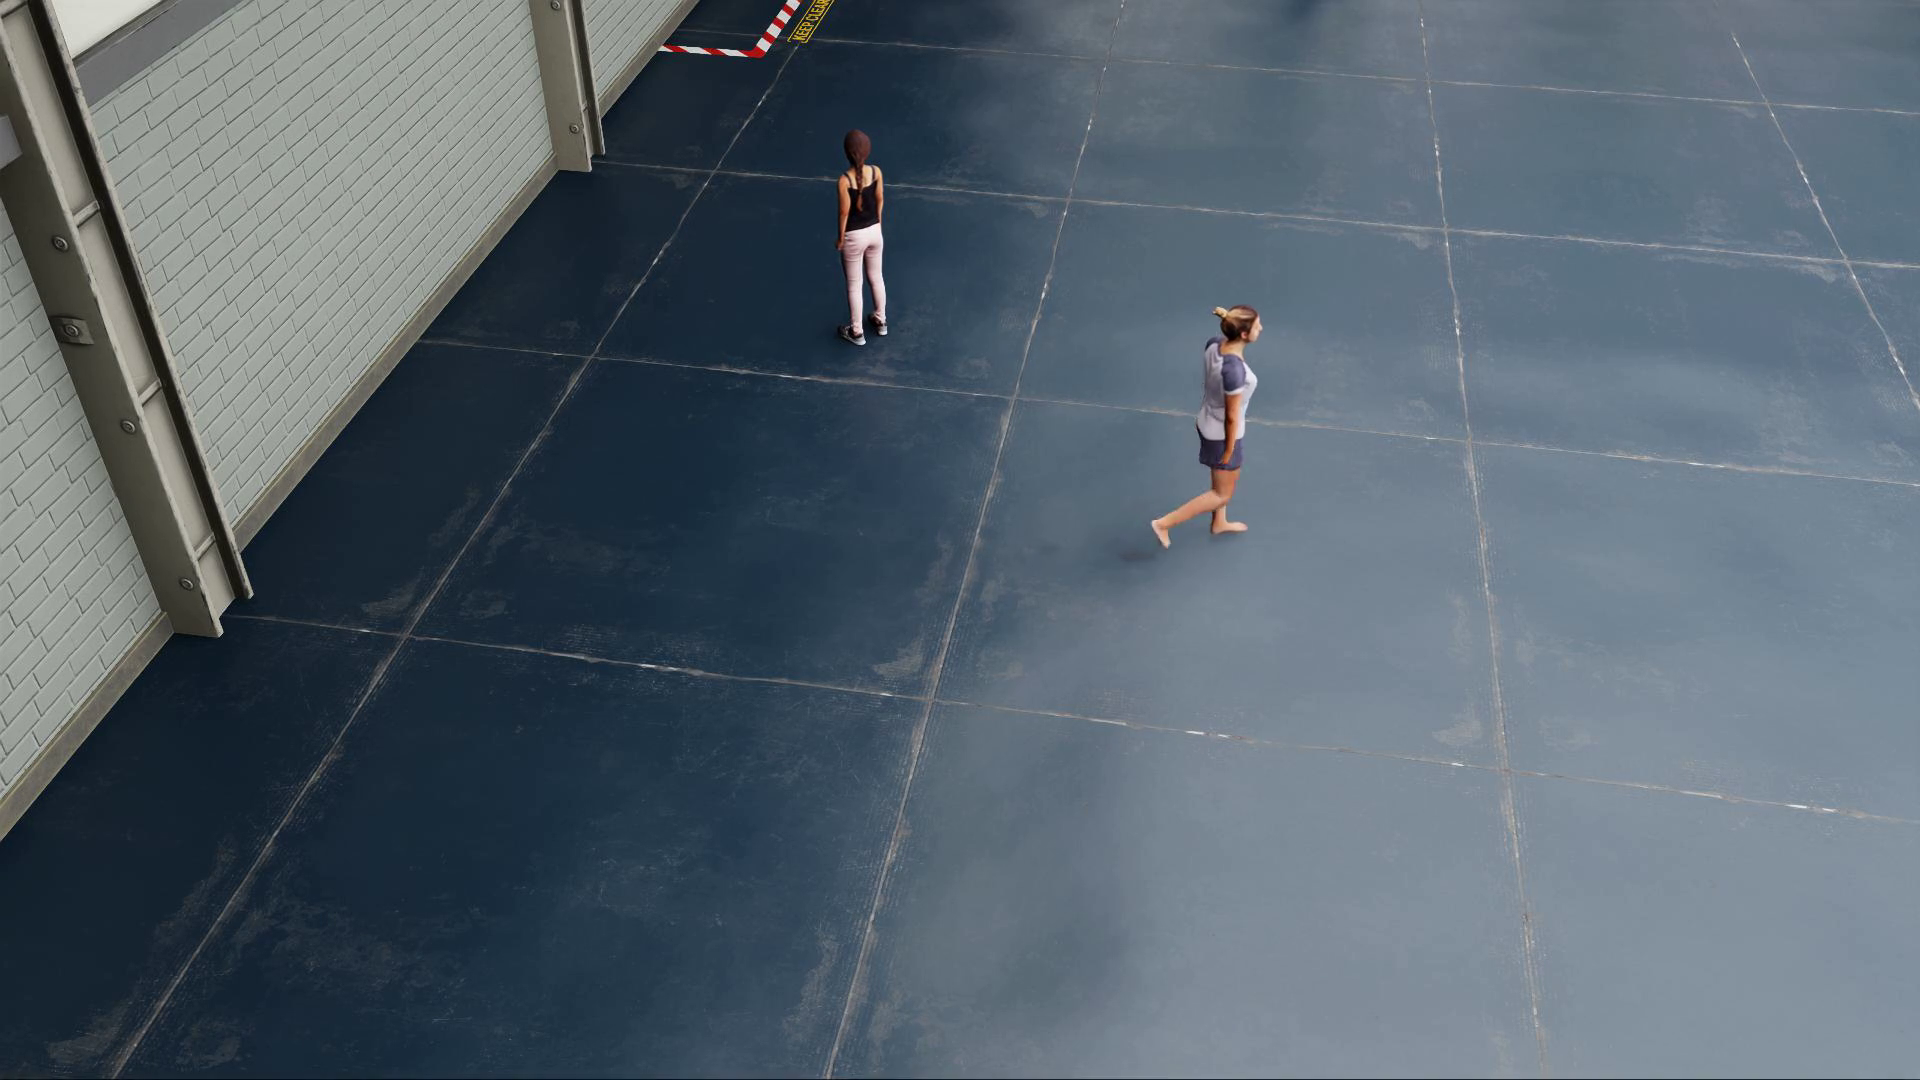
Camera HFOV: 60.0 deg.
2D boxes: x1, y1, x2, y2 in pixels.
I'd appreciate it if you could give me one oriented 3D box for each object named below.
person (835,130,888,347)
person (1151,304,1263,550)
[{"bbox_3d":[-0.674,-2.081,11.401,0.614,1.566,0.675,-23,44,-27],"label":"person"},{"bbox_3d":[1.416,-0.613,9.492,0.822,1.605,0.900,-7,39,-9],"label":"person"}]
